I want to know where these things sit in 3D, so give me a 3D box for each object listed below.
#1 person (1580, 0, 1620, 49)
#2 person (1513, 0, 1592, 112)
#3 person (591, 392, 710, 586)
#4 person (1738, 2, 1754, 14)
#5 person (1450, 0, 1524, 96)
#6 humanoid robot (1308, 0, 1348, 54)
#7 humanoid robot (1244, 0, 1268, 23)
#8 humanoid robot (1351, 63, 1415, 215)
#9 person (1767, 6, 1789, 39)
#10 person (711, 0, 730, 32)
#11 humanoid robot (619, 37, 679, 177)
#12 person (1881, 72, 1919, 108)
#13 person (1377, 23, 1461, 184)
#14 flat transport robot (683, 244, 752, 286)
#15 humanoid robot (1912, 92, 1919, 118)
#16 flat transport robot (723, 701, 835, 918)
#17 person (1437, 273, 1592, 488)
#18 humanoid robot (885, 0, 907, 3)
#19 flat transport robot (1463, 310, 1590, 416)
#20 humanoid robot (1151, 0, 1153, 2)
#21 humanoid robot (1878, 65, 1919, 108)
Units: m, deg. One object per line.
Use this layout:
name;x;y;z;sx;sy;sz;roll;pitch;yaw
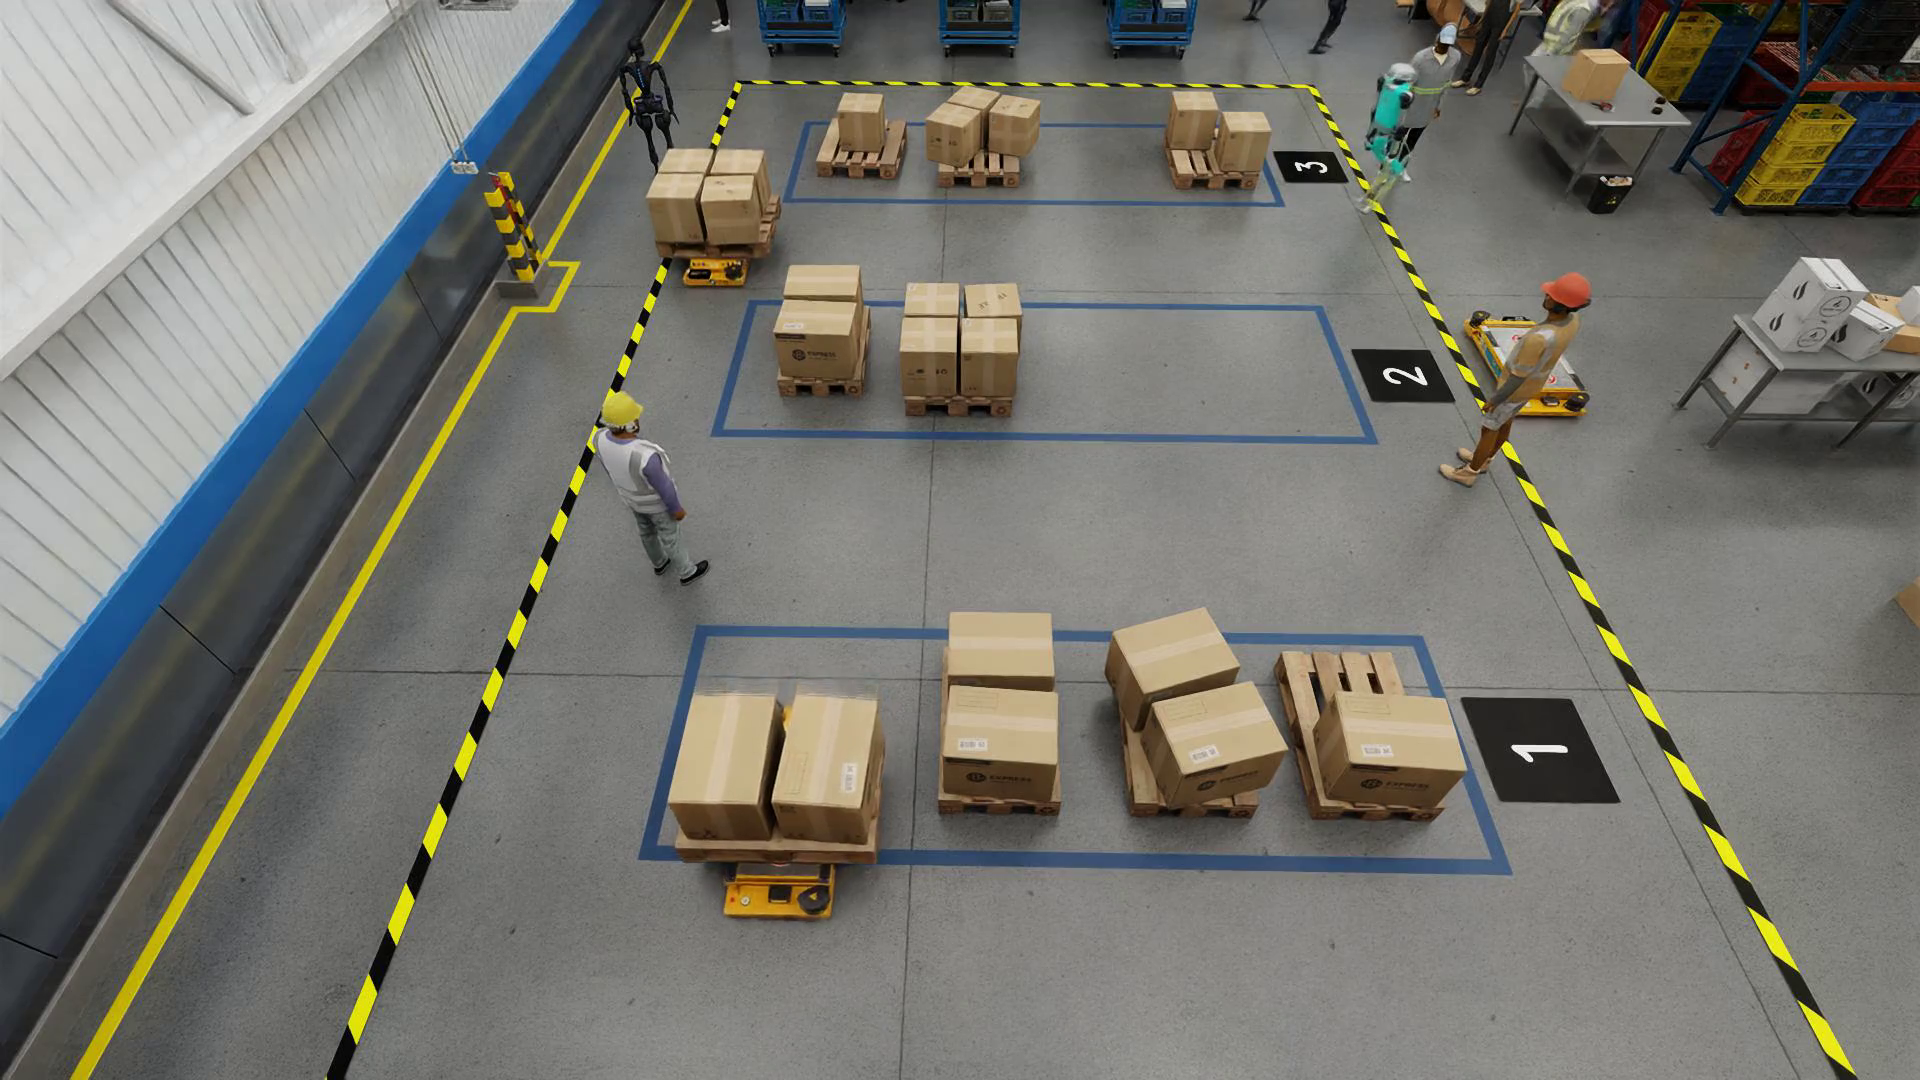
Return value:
person;9.278;-7.753;13.284;0.880;1.720;0.526;-16;51;-13
person;7.915;-6.594;12.214;0.478;1.819;0.643;11;50;9
person;-2.297;-0.346;6.799;0.587;1.831;0.404;22;53;18
person;13.144;-9.523;14.604;0.370;2.042;0.613;20;52;17
person;7.402;-7.151;12.679;0.345;1.846;0.503;-19;52;-16
humanoid robot;5.628;-8.102;13.620;0.459;1.634;0.595;3;49;3
humanoid robot;4.864;-9.108;14.489;0.362;1.645;0.610;-3;49;-2
humanoid robot;4.981;-4.574;10.528;0.793;1.769;0.573;-15;51;-12
person;12.463;-8.213;13.680;0.559;1.716;0.551;-14;50;-11
person;-3.874;-8.905;14.182;0.335;1.872;0.514;-3;49;-2
humanoid robot;-3.738;-5.178;11.075;0.599;1.655;0.315;-7;49;-6
person;13.266;-6.813;12.340;0.371;1.916;0.596;15;51;13
person;5.524;-5.200;10.988;0.596;1.849;0.385;-6;49;-5
flat transport robot;-2.692;-3.386;10.445;0.652;0.197;1.431;1;49;1
humanoid robot;12.117;-5.475;11.337;0.387;1.656;0.597;-9;50;-7
flat transport robot;-1.107;1.722;6.024;0.652;0.197;1.431;1;49;1
person;4.512;-1.266;7.454;0.606;2.048;0.366;-31;56;-24
humanoid robot;-1.115;-9.828;15.099;0.599;1.657;0.315;20;52;17
flat transport robot;5.573;-1.757;9.054;0.659;0.231;1.431;1;49;1
humanoid robot;2.972;-8.951;14.346;1.024;1.771;0.535;16;51;14
humanoid robot;12.243;-6.015;11.769;0.669;1.799;0.542;6;49;5
